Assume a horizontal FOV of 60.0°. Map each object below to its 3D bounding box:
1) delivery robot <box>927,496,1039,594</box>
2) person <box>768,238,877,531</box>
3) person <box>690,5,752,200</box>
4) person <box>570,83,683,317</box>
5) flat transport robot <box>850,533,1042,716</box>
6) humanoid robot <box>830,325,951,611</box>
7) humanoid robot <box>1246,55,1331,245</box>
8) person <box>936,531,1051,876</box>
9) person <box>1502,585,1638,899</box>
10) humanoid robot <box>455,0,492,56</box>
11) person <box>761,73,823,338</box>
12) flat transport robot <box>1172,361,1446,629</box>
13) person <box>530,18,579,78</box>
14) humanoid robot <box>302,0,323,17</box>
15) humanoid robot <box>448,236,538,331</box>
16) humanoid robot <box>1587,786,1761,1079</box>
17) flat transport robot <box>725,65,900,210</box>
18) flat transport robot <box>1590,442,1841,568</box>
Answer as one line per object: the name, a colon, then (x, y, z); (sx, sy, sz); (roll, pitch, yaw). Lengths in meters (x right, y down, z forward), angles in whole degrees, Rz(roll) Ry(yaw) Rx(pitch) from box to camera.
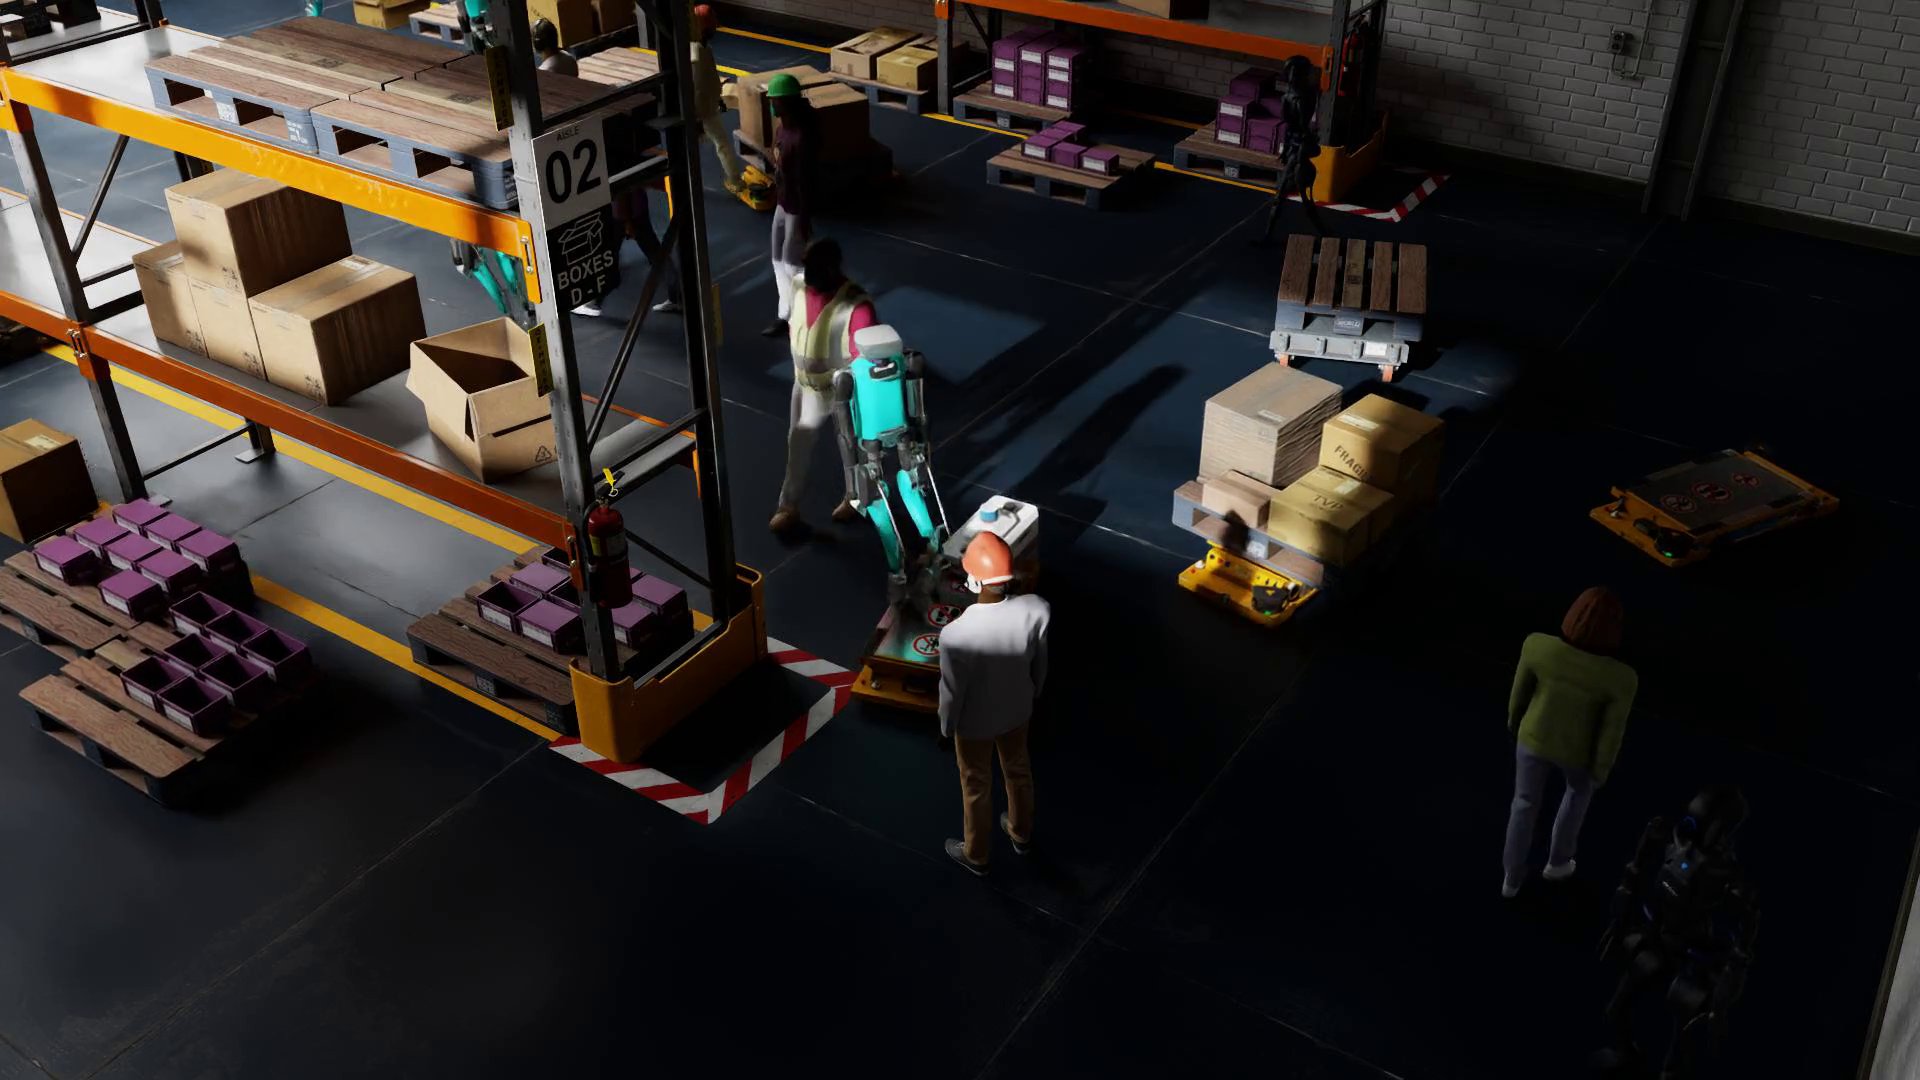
delivery robot: (0.158, 0.057, 9.495); (0.499, 0.564, 0.737); (17, 37, 24)
person: (-0.850, -0.863, 9.775); (0.656, 1.819, 0.729); (20, 38, 28)
person: (-2.187, -3.759, 14.345); (0.877, 1.702, 0.573); (-3, 33, -5)
person: (-2.511, -2.499, 12.313); (0.979, 1.791, 0.539); (3, 33, 5)
flat transport robot: (-0.050, 0.456, 9.173); (0.659, 0.231, 1.431); (10, 34, 15)
humanoid robot: (-0.306, -0.238, 8.902); (0.551, 1.793, 0.686); (-18, 37, -25)
humanoid robot: (2.765, -3.109, 13.418); (0.759, 1.617, 0.603); (-2, 33, -3)
person: (0.127, 0.729, 7.391); (0.572, 1.748, 0.341); (-20, 38, -27)
person: (2.633, 0.876, 7.290); (0.501, 1.616, 0.513); (18, 37, 26)
humanoid robot: (-4.260, -4.565, 15.595); (0.881, 1.824, 0.548); (28, 42, 36)
person: (-1.230, -2.399, 12.054); (0.562, 1.902, 0.519); (-18, 37, -25)
flat transport robot: (1.980, 0.029, 9.828); (0.659, 0.231, 1.431); (27, 42, 35)
person: (-3.154, -3.162, 13.206); (0.369, 1.936, 0.628); (3, 33, 5)
humanoid robot: (-6.912, -5.945, 17.733); (1.055, 1.788, 0.531); (25, 40, 33)
humanoid robot: (-3.189, -1.930, 11.555); (0.531, 1.848, 0.744); (-27, 42, -35)
humanoid robot: (2.696, 1.560, 6.193); (0.391, 1.643, 0.603); (-15, 36, -22)
flat transport robot: (-1.321, -3.265, 14.891); (1.431, 0.231, 0.659); (-18, 37, -25)
flat transport robot: (4.651, -0.224, 10.218); (1.431, 0.231, 0.659); (-16, 36, -23)
